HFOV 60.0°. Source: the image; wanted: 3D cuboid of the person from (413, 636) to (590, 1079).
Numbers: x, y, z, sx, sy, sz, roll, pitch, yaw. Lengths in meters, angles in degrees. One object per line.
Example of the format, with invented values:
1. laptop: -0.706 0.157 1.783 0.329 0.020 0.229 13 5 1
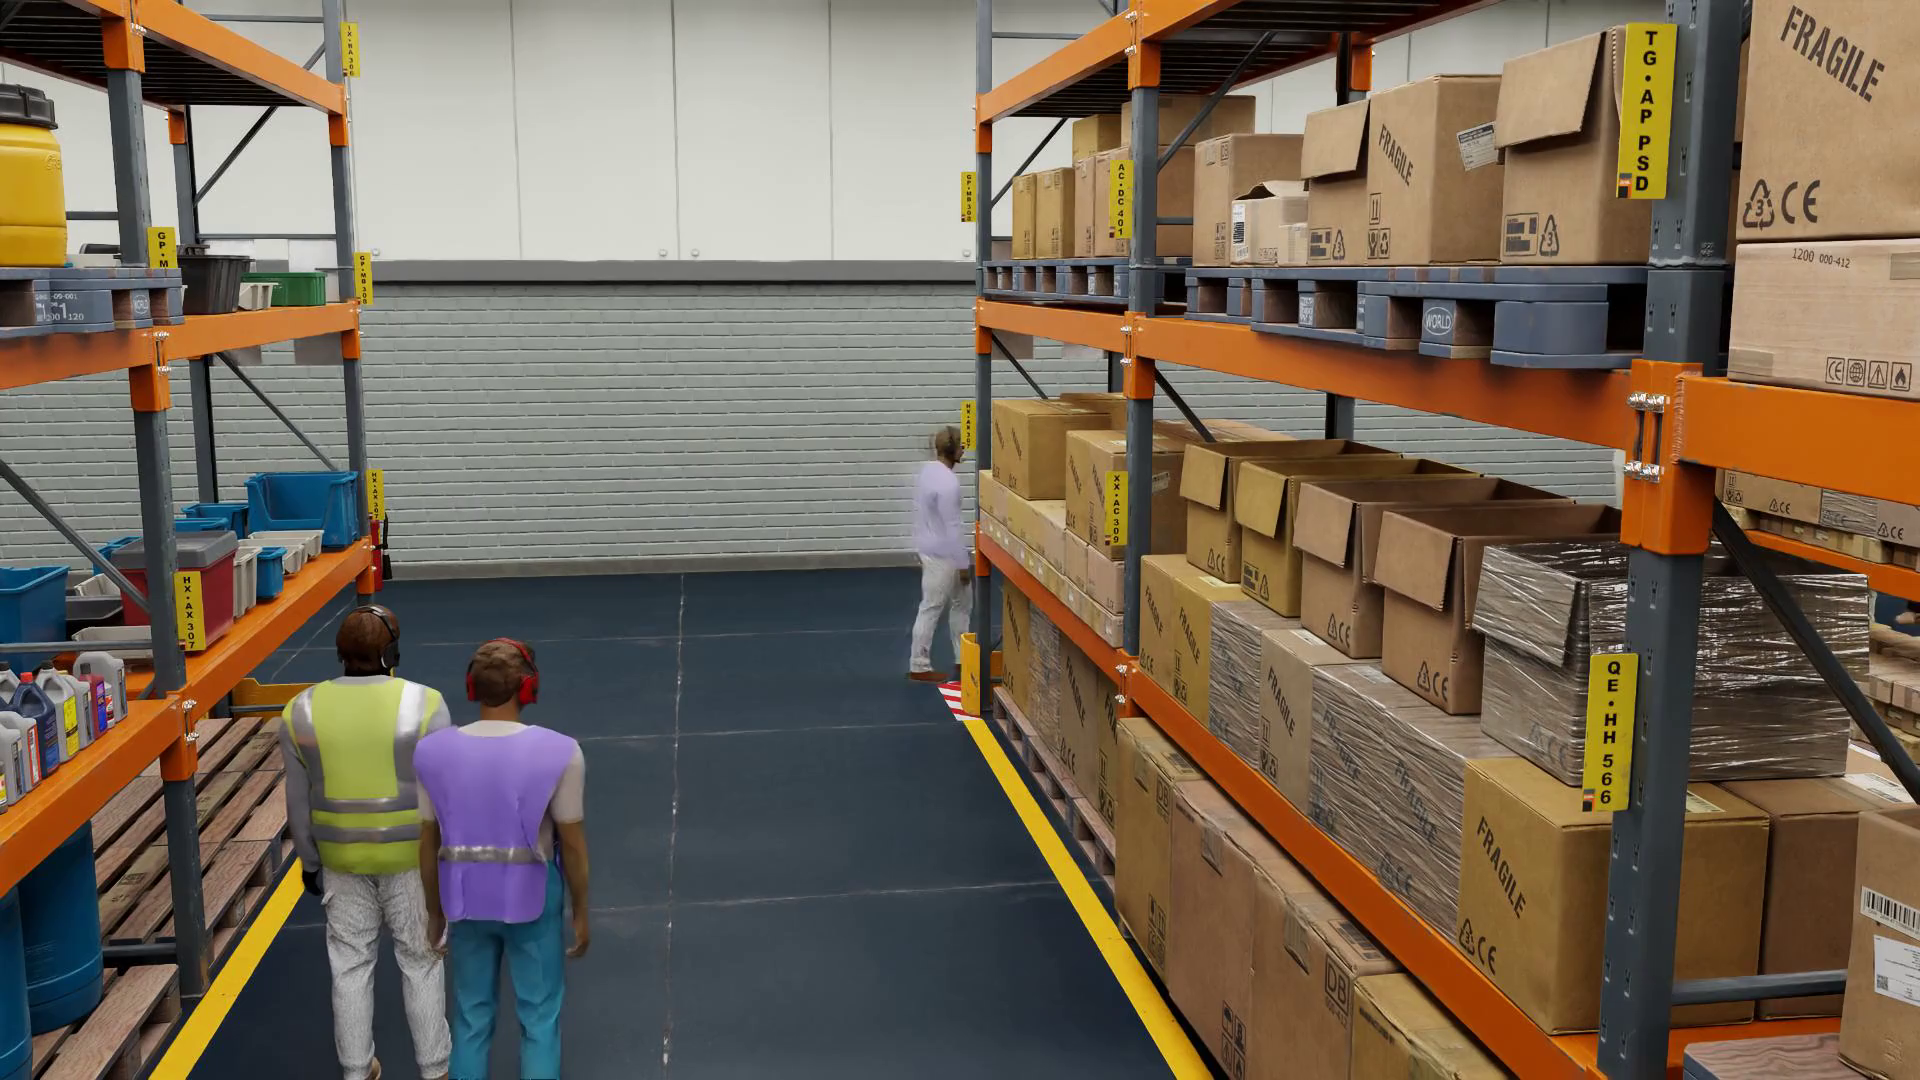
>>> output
1. person: -1.509 1.236 5.517 0.567 1.832 0.385 1 9 4

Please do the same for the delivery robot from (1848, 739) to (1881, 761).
1. delivery robot: 4.782 1.214 9.288 0.477 0.478 0.707 -1 9 -9

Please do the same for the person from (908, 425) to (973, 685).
1. person: -0.017 0.120 12.134 0.809 1.909 0.662 -1 9 -9

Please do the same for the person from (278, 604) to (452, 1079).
1. person: -2.101 1.144 6.053 0.619 1.845 0.430 0 9 0

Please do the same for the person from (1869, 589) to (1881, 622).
1. person: 6.157 0.264 11.441 0.510 1.860 0.334 -4 10 -26

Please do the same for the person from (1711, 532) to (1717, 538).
1. person: 3.589 0.840 8.107 0.648 1.782 0.991 -2 9 -10

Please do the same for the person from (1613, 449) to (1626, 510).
1. person: 5.843 -0.204 14.217 0.838 1.905 0.640 -1 9 -9

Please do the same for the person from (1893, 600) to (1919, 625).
1. person: 7.893 -0.261 14.106 1.012 2.000 0.696 -4 10 -24
